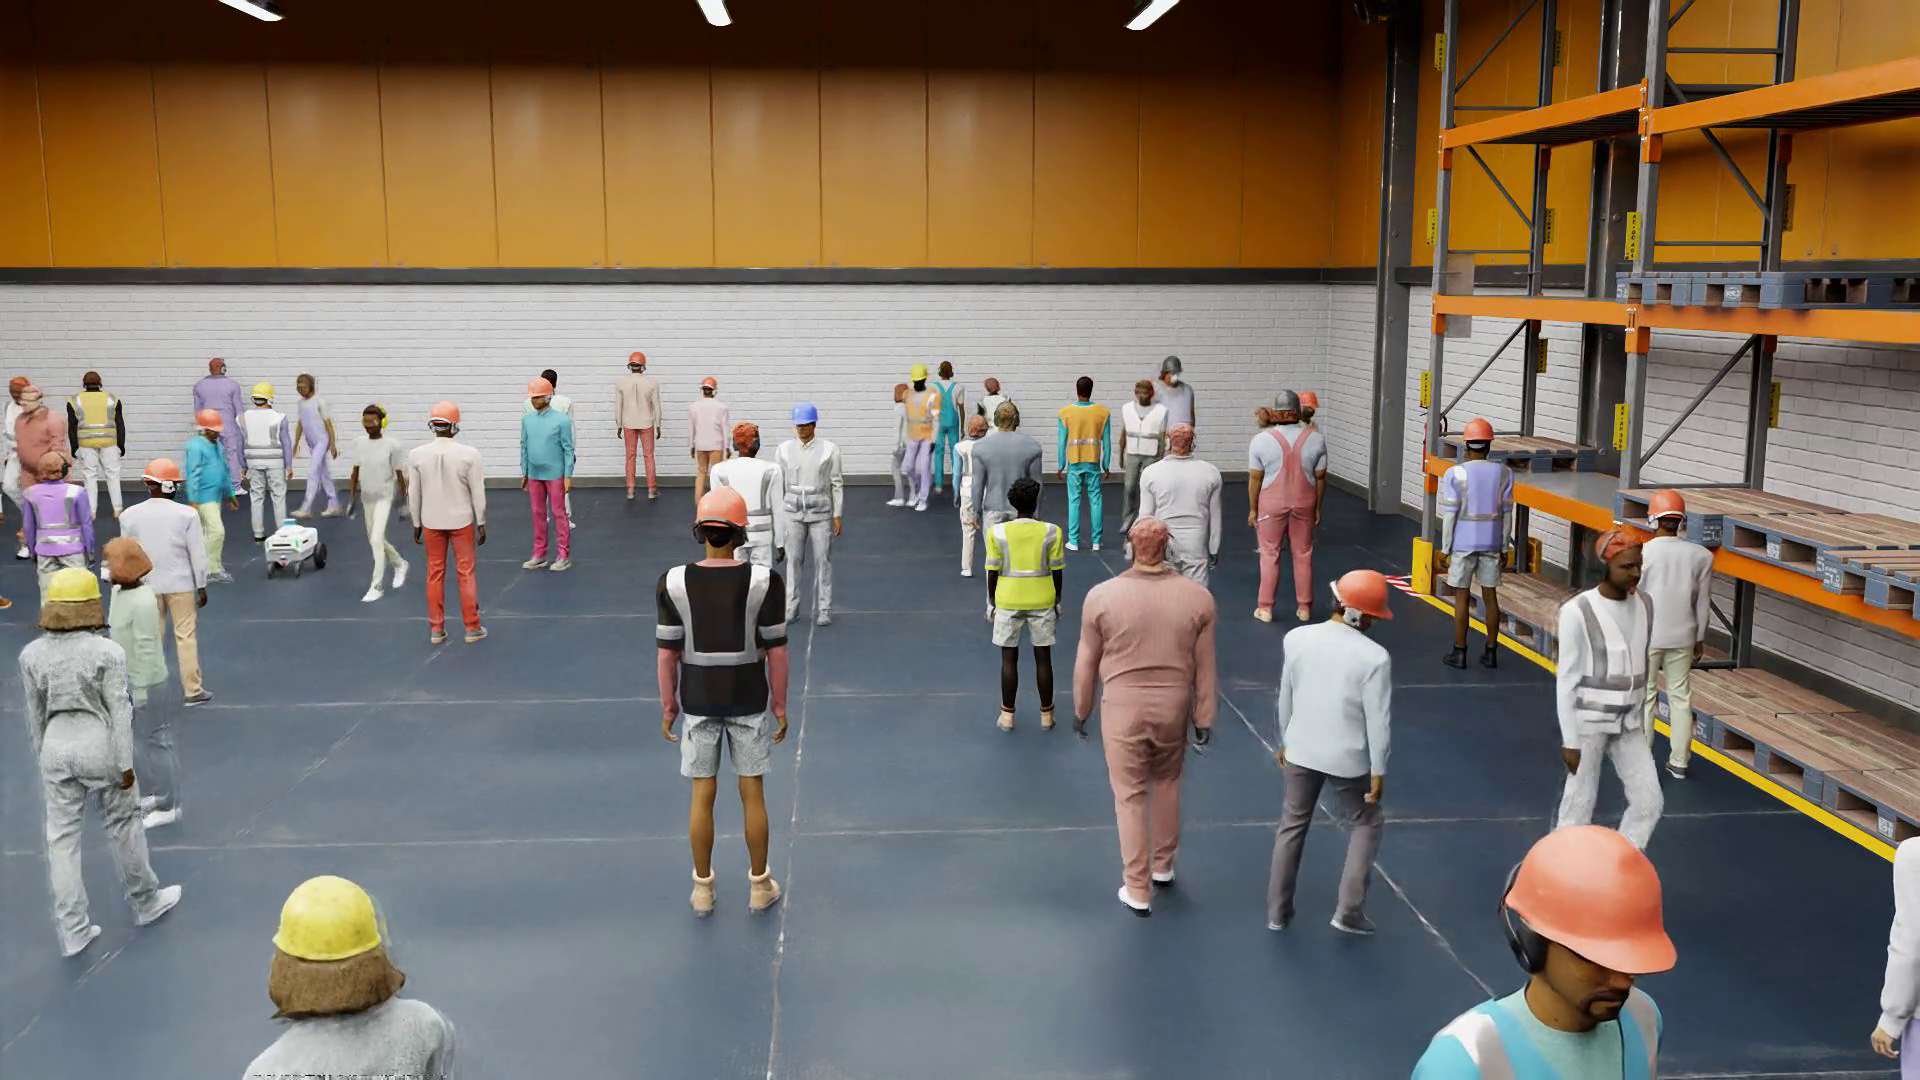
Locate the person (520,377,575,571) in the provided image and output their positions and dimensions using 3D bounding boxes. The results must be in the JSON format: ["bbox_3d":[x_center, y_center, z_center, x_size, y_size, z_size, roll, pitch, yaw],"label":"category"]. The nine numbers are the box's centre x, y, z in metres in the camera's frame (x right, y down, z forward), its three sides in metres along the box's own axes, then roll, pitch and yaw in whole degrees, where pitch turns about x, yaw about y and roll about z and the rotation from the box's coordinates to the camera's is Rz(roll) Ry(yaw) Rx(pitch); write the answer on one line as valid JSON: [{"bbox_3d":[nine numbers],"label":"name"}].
[{"bbox_3d":[-4.248,-0.673,17.034,0.621,1.989,0.398,4,10,22],"label":"person"}]

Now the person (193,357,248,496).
[{"bbox_3d":[-10.115,-1.546,22.784,0.644,1.907,0.400,0,9,-2],"label":"person"}]

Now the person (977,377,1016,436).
[{"bbox_3d":[0.495,-1.460,23.162,0.557,1.610,0.559,3,9,17],"label":"person"}]

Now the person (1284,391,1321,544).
[{"bbox_3d":[3.821,-0.818,18.733,0.574,1.732,0.465,-7,12,-38],"label":"person"}]

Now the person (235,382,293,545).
[{"bbox_3d":[-7.783,-0.854,18.671,0.594,1.832,0.403,0,9,-2],"label":"person"}]

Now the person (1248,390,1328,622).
[{"bbox_3d":[2.838,-0.307,14.584,0.684,2.000,0.535,0,9,-2],"label":"person"}]

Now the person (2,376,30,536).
[{"bbox_3d":[-10.823,-0.961,19.227,0.606,1.868,0.405,2,9,14],"label":"person"}]

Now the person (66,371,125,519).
[{"bbox_3d":[-10.733,-1.180,20.699,0.634,1.839,0.429,-5,10,-30],"label":"person"}]

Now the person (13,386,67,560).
[{"bbox_3d":[-9.866,-0.740,17.911,0.653,1.860,0.933,2,9,11],"label":"person"}]

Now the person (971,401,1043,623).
[{"bbox_3d":[0.405,-0.239,14.490,0.630,1.935,0.366,0,9,-2],"label":"person"}]

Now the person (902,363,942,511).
[{"bbox_3d":[-0.521,-1.319,21.364,0.588,1.904,0.453,4,10,22],"label":"person"}]

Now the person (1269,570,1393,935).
[{"bbox_3d":[1.707,0.972,7.602,0.588,1.711,0.378,7,12,38],"label":"person"}]

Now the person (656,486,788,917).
[{"bbox_3d":[-1.115,0.761,7.872,0.611,2.042,0.396,0,9,-2],"label":"person"}]

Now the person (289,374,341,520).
[{"bbox_3d":[-8.061,-1.149,20.565,0.514,1.807,0.828,6,11,35],"label":"person"}]

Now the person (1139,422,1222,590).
[{"bbox_3d":[1.674,0.055,12.735,0.644,1.907,0.400,0,9,-2],"label":"person"}]

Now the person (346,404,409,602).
[{"bbox_3d":[-5.479,-0.384,15.727,0.519,1.838,0.875,2,9,15],"label":"person"}]

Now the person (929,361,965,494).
[{"bbox_3d":[-0.190,-1.558,23.053,0.507,1.845,0.339,0,9,-2],"label":"person"}]

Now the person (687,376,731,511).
[{"bbox_3d":[-3.190,-1.219,21.265,0.570,1.742,0.360,3,9,16],"label":"person"}]

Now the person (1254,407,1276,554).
[{"bbox_3d":[3.383,-0.649,18.111,0.367,1.610,0.590,6,11,35],"label":"person"}]

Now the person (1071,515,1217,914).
[{"bbox_3d":[0.868,0.813,8.029,0.661,1.883,0.668,-1,9,-7],"label":"person"}]

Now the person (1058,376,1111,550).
[{"bbox_3d":[1.365,-0.839,18.312,0.590,1.918,0.386,0,9,-2],"label":"person"}]

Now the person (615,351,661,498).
[{"bbox_3d":[-4.361,-1.558,22.580,0.614,1.993,0.395,0,9,-2],"label":"person"}]

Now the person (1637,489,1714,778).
[{"bbox_3d":[4.206,0.565,10.005,0.566,1.750,0.341,0,9,-2],"label":"person"}]

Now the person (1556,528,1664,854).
[{"bbox_3d":[3.031,0.879,7.681,0.619,1.863,0.624,-4,10,-25],"label":"person"}]

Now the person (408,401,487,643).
[{"bbox_3d":[-4.213,-0.146,13.719,0.614,1.993,0.395,0,9,-2],"label":"person"}]

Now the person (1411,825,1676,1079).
[{"bbox_3d":[1.119,1.515,3.146,0.614,2.038,0.395,-6,11,-33],"label":"person"}]

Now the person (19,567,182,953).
[{"bbox_3d":[-3.945,0.962,7.603,0.496,1.719,0.696,0,9,1],"label":"person"}]

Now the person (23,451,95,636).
[{"bbox_3d":[-7.131,0.113,13.201,0.517,1.639,0.314,0,9,-2],"label":"person"}]

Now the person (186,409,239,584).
[{"bbox_3d":[-7.289,-0.426,16.297,0.463,1.723,0.649,0,9,0],"label":"person"}]

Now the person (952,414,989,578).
[{"bbox_3d":[0.182,-0.434,16.636,0.517,1.639,0.314,0,9,-2],"label":"person"}]

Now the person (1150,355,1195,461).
[{"bbox_3d":[2.660,-1.333,21.029,0.698,2.000,0.645,-4,10,-23],"label":"person"}]

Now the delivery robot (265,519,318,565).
[{"bbox_3d":[-6.769,0.026,16.850,0.477,0.478,0.707,-1,9,-6],"label":"delivery robot"}]

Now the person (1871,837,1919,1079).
[{"bbox_3d":[2.926,1.380,4.851,0.528,1.767,0.330,0,9,-2],"label":"person"}]

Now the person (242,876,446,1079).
[{"bbox_3d":[-1.408,1.578,3.786,0.899,1.693,0.506,8,12,41],"label":"person"}]

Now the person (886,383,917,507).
[{"bbox_3d":[-0.744,-1.240,21.752,0.450,1.617,0.538,7,11,36],"label":"person"}]

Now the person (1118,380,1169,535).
[{"bbox_3d":[2.112,-0.952,19.379,0.610,1.804,0.702,3,9,16],"label":"person"}]

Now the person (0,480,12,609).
[{"bbox_3d":[-8.902,-0.285,14.944,0.577,1.882,0.349,0,9,-2],"label":"person"}]

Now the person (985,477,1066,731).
[{"bbox_3d":[0.430,0.427,11.046,0.537,1.697,0.320,0,9,-2],"label":"person"}]

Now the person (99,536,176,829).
[{"bbox_3d":[-4.499,0.783,9.030,0.388,1.616,0.528,-9,13,-44],"label":"person"}]

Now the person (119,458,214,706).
[{"bbox_3d":[-5.567,0.299,11.692,0.566,1.746,0.341,0,9,-2],"label":"person"}]

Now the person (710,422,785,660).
[{"bbox_3d":[-1.660,0.016,13.046,0.577,1.882,0.349,0,9,-2],"label":"person"}]

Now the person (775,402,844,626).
[{"bbox_3d":[-1.314,-0.224,14.352,0.615,1.945,0.405,1,9,8],"label":"person"}]

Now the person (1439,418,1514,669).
[{"bbox_3d":[3.958,0.031,12.802,0.548,1.932,0.377,0,9,-2],"label":"person"}]

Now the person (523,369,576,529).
[{"bbox_3d":[-4.847,-1.059,19.693,0.590,1.918,0.386,0,9,-2],"label":"person"}]
